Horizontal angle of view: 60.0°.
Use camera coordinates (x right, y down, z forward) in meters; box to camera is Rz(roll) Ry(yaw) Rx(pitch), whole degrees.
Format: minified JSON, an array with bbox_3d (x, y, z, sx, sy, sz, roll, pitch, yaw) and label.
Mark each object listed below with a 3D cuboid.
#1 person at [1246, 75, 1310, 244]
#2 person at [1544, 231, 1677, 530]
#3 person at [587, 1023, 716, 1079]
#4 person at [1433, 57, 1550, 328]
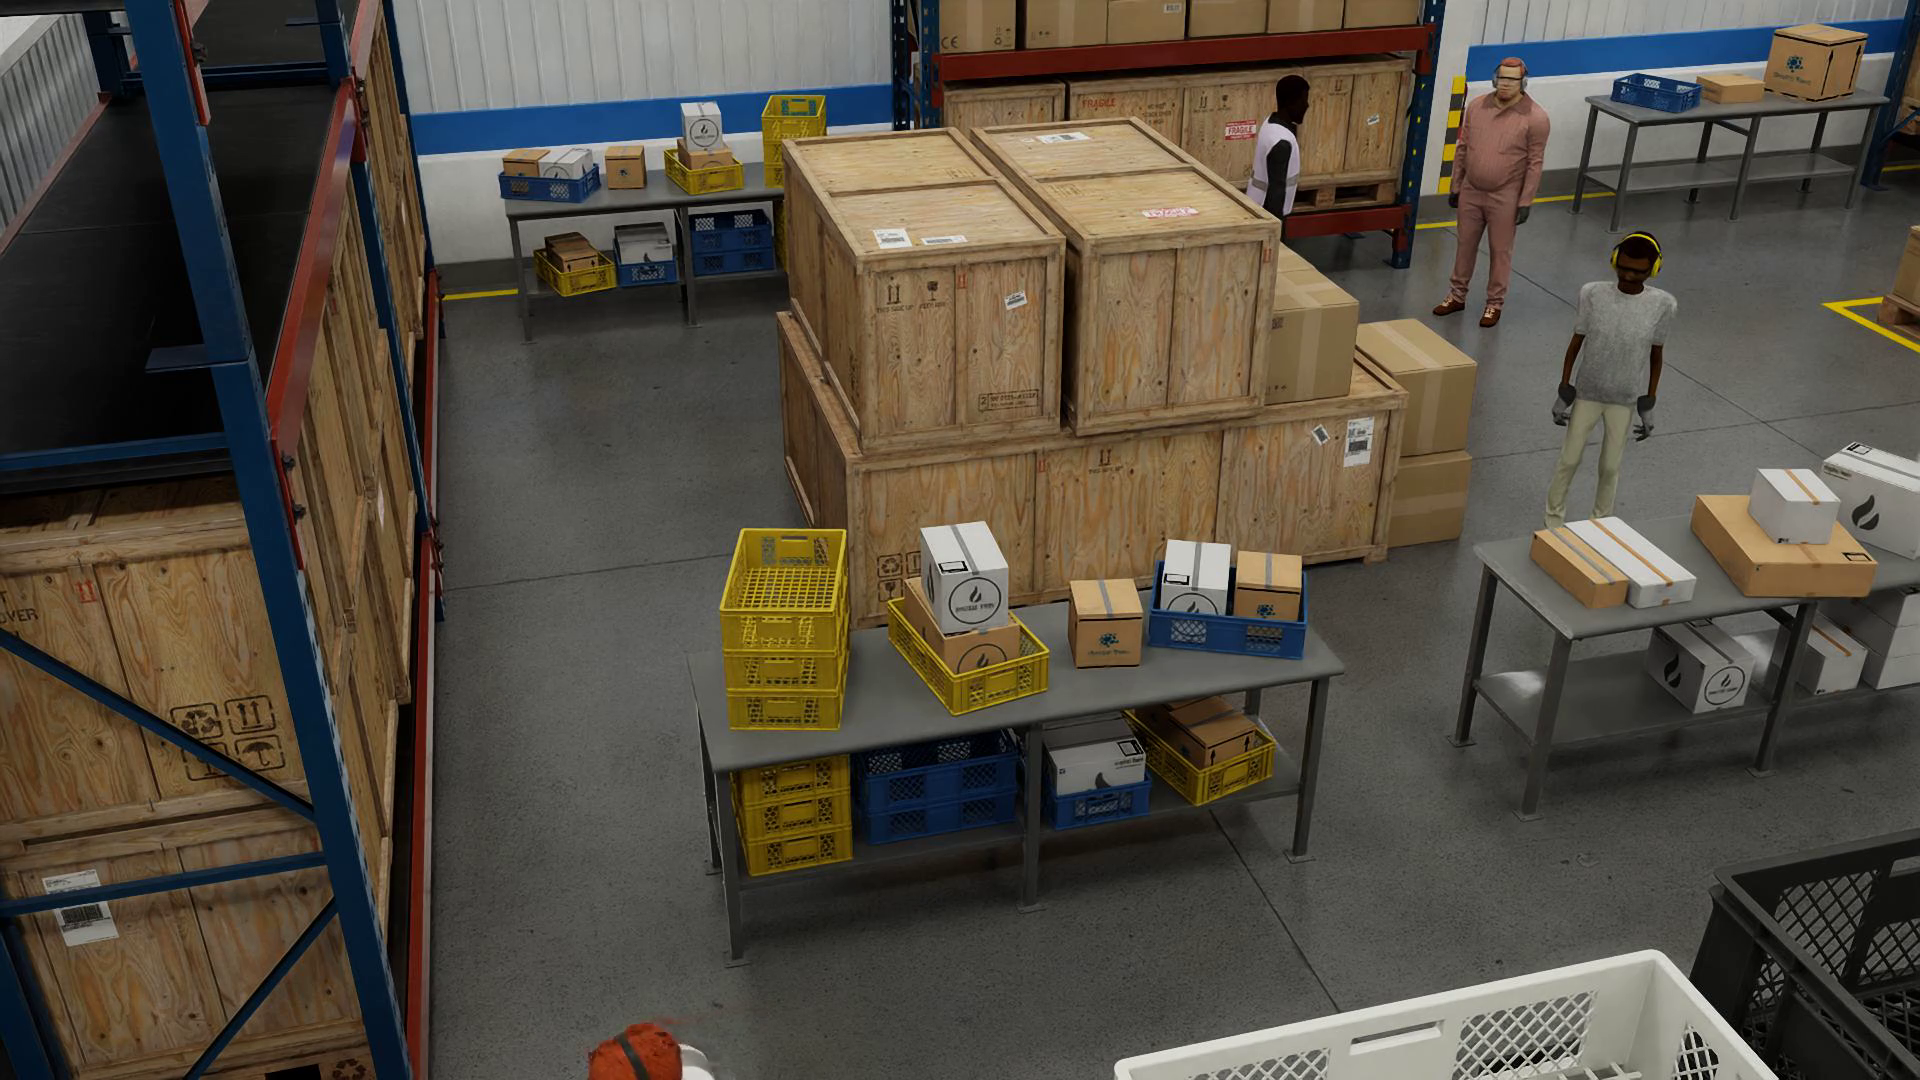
[{"bbox_3d":[2.154,-2.251,11.492,0.393,1.910,0.581,3,29,5],"label":"person"},{"bbox_3d":[3.413,-0.732,8.779,0.521,1.865,0.328,10,30,17],"label":"person"},{"bbox_3d":[-0.562,1.835,4.170,0.938,1.830,0.623,-9,30,-16],"label":"person"},{"bbox_3d":[3.801,-2.492,11.924,0.651,1.913,0.409,23,37,36],"label":"person"}]
